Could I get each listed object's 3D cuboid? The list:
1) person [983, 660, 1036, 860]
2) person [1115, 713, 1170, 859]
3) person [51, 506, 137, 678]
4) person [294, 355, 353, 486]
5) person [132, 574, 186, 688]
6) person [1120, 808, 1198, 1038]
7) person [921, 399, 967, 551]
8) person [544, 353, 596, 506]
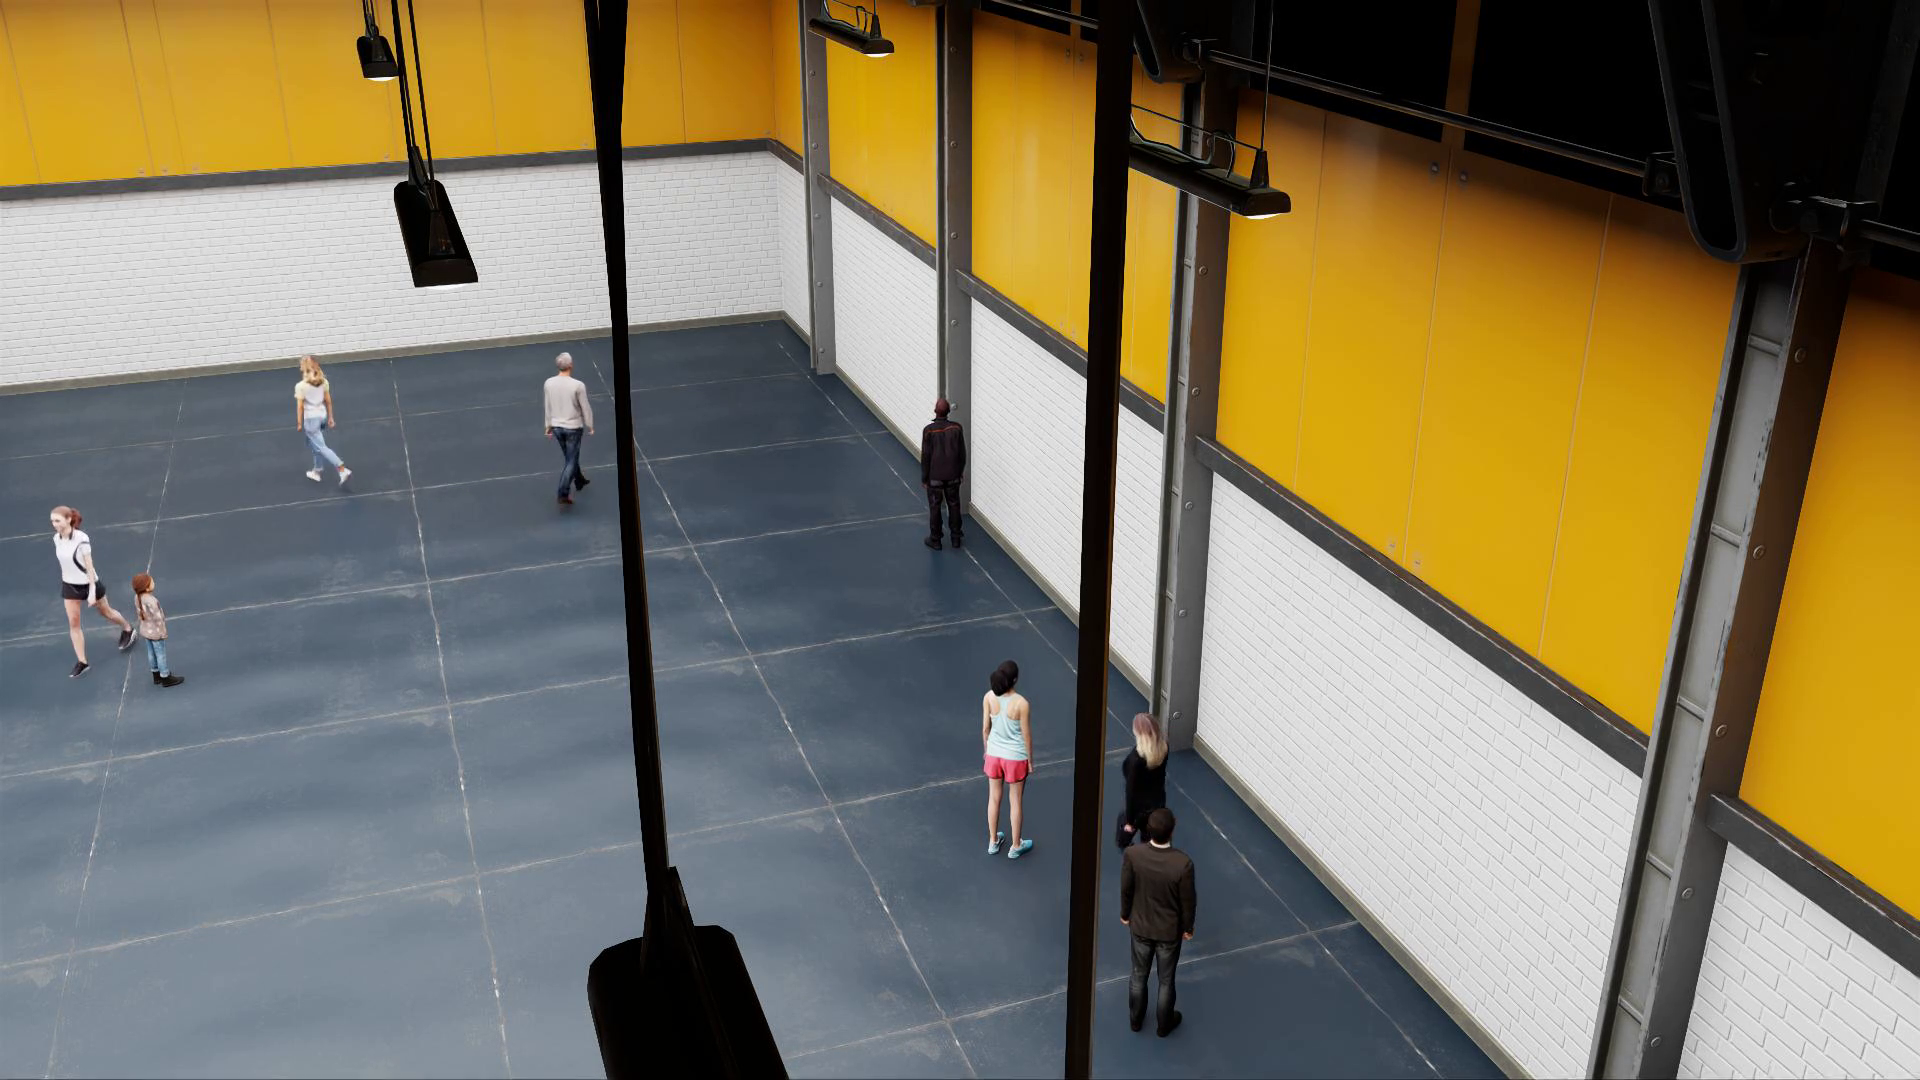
[{"bbox_3d":[0.387,1.772,13.574,0.696,1.765,0.760,11,26,24],"label":"person"},{"bbox_3d":[1.493,2.131,12.869,0.735,1.672,0.737,-20,31,-38],"label":"person"},{"bbox_3d":[-8.714,0.445,16.677,0.915,1.712,1.198,2,24,5],"label":"person"},{"bbox_3d":[-8.114,-1.479,21.092,1.153,1.699,1.059,12,26,26],"label":"person"},{"bbox_3d":[-7.932,0.876,16.336,0.537,1.194,0.614,15,28,31],"label":"person"},{"bbox_3d":[1.365,2.641,11.537,0.747,1.805,0.778,8,25,18],"label":"person"},{"bbox_3d":[-0.198,-0.775,19.325,0.711,1.825,0.606,-6,24,-14],"label":"person"},{"bbox_3d":[-4.871,-1.325,20.534,1.212,1.866,1.350,7,25,16],"label":"person"}]
